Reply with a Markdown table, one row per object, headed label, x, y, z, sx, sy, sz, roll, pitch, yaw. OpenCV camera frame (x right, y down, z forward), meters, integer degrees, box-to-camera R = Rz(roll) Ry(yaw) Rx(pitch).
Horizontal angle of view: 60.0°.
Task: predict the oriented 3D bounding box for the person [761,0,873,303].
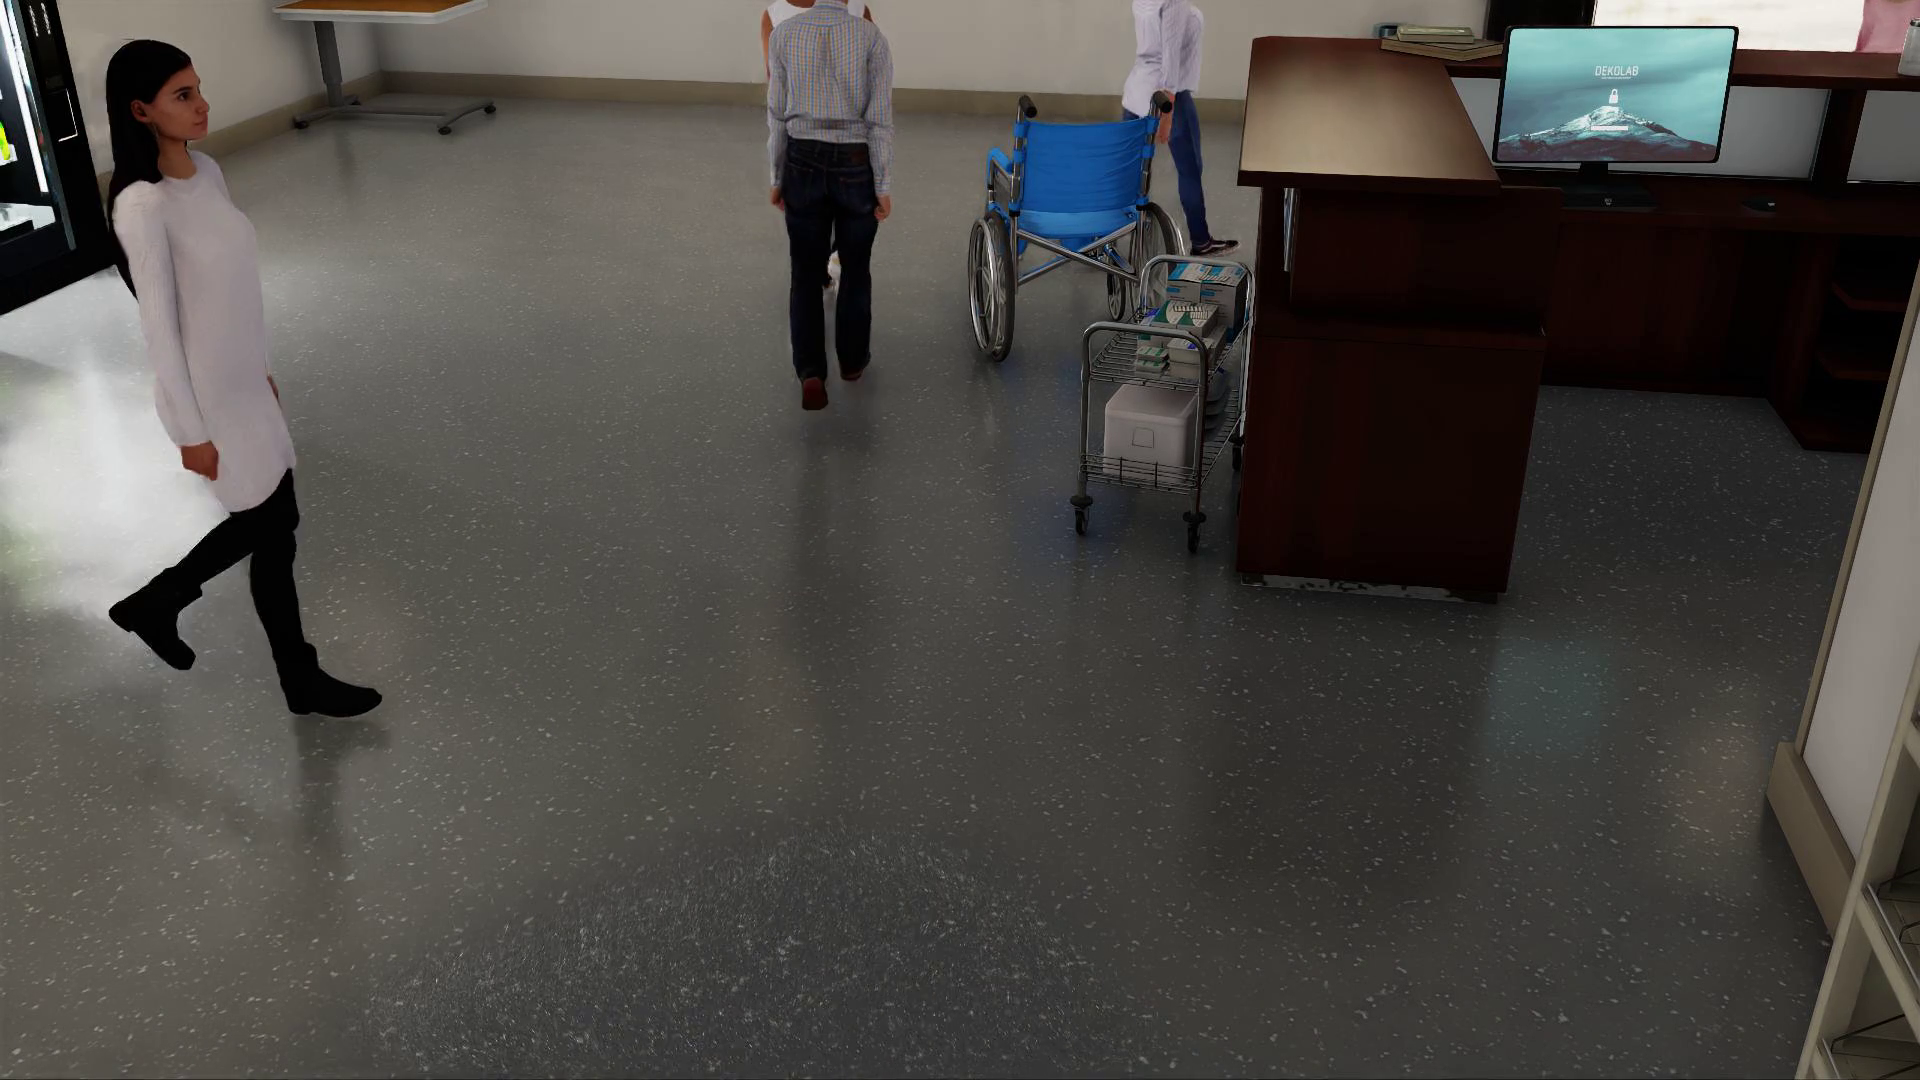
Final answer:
| label | x | y | z | sx | sy | sz | roll | pitch | yaw |
| --- | --- | --- | --- | --- | --- | --- | --- | --- | --- |
| person | -0.620 | -1.863 | 7.511 | 0.680 | 1.676 | 0.777 | 3 | 26 | 6 |

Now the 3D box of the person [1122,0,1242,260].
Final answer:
| label | x | y | z | sx | sy | sz | roll | pitch | yaw |
| --- | --- | --- | --- | --- | --- | --- | --- | --- | --- |
| person | 0.866 | -2.132 | 8.066 | 1.070 | 1.677 | 1.160 | -9 | 27 | -17 |

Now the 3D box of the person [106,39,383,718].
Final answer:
| label | x | y | z | sx | sy | sz | roll | pitch | yaw |
| --- | --- | --- | --- | --- | --- | --- | --- | --- | --- |
| person | -1.939 | -0.335 | 4.209 | 0.772 | 1.790 | 0.921 | 0 | 26 | 1 |

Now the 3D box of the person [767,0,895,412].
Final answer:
| label | x | y | z | sx | sy | sz | roll | pitch | yaw |
| --- | --- | --- | --- | --- | --- | --- | --- | --- | --- |
| person | -0.510 | -1.359 | 6.333 | 0.730 | 1.791 | 1.169 | 2 | 26 | 4 |
